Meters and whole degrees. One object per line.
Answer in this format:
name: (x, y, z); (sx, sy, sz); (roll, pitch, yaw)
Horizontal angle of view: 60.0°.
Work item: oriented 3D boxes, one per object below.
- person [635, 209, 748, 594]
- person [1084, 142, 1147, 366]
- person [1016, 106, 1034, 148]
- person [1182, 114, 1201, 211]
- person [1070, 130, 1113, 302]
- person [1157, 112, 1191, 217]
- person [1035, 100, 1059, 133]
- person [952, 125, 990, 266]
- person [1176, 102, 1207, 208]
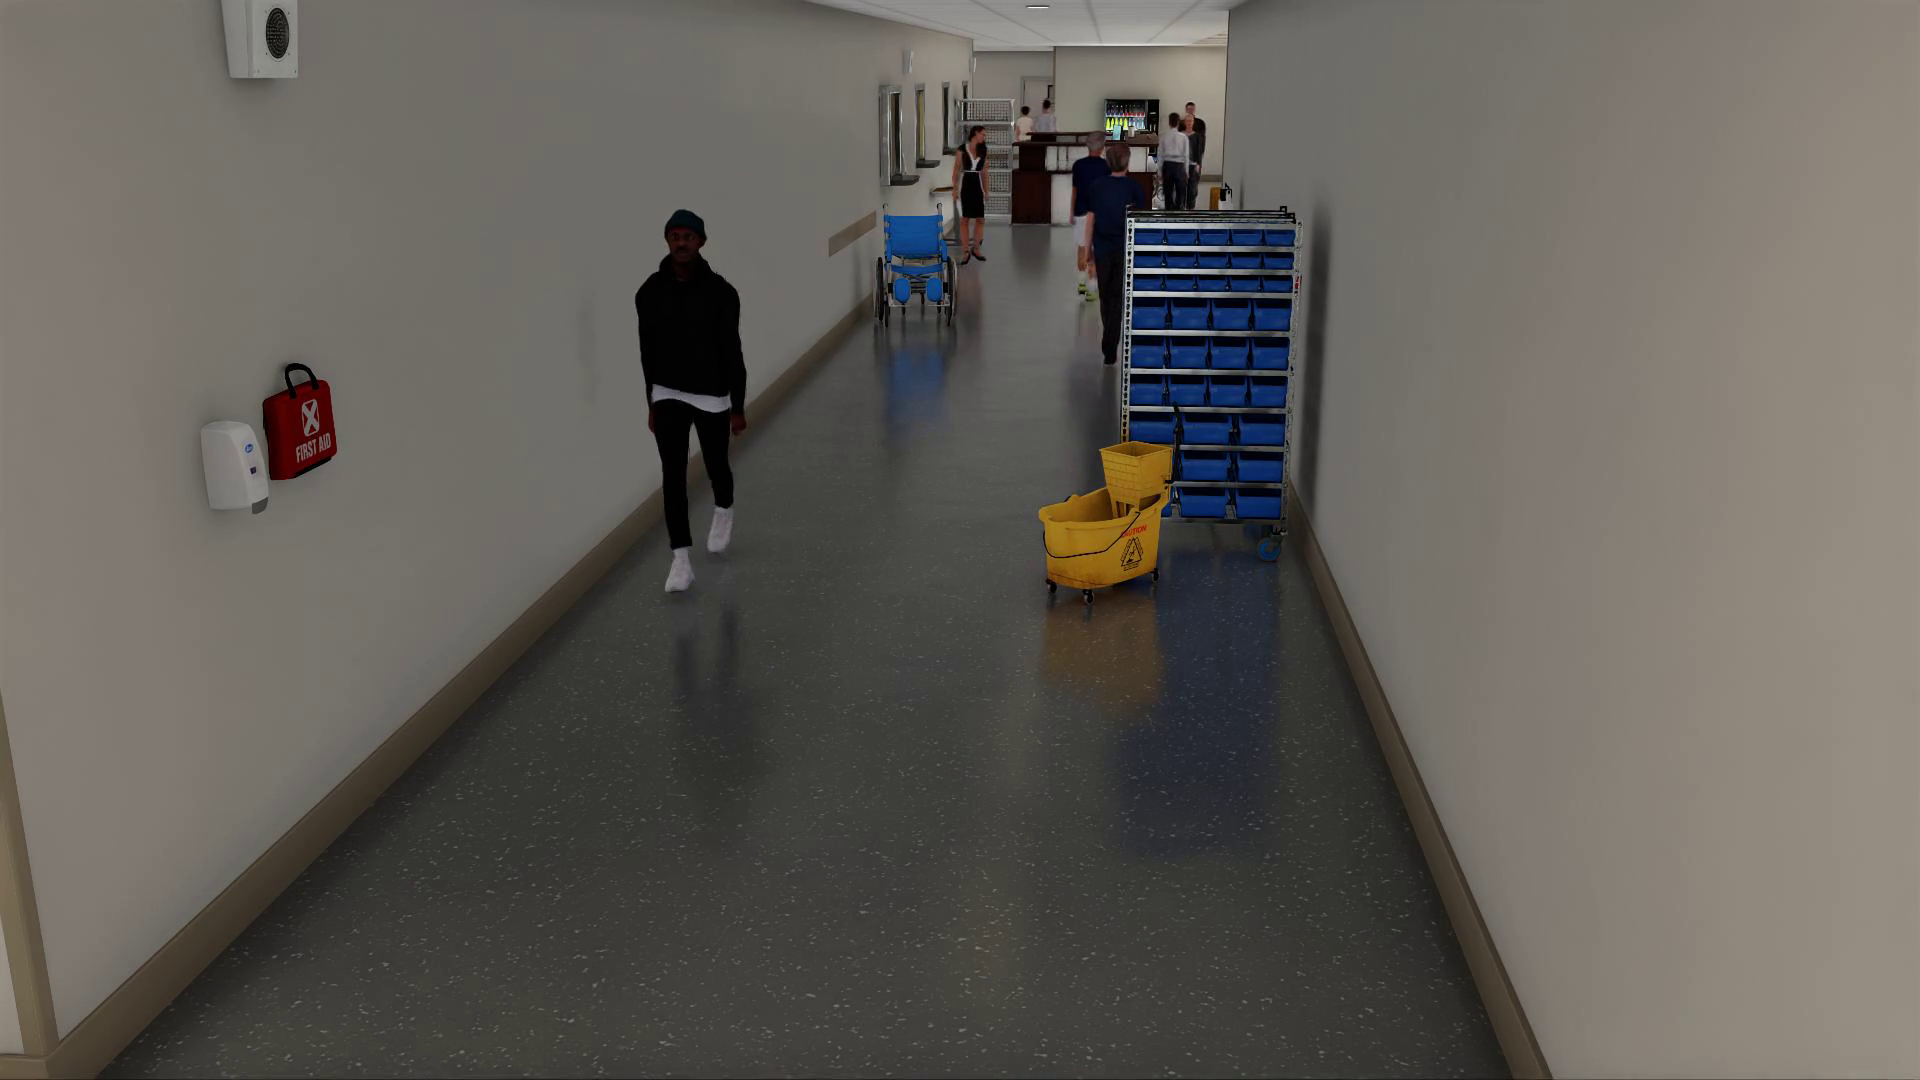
person: (-1.290, -0.695, 8.157); (1.135, 1.786, 0.778); (0, 16, 2)
person: (1.287, -2.368, 14.025); (1.161, 1.821, 0.930); (5, 17, 18)
person: (1.544, -9.440, 39.437); (0.645, 1.644, 0.631); (1, 16, 4)
person: (3.961, -6.536, 29.068); (1.063, 1.682, 0.736); (2, 16, 8)
person: (1.418, -3.520, 18.118); (0.636, 1.819, 0.761); (4, 16, 14)
person: (3.393, -5.868, 26.459); (0.582, 1.811, 0.762); (3, 16, 12)
person: (1.923, -8.774, 36.771); (1.149, 1.809, 0.887); (-1, 16, -5)
person: (0.089, -4.476, 21.602); (0.679, 1.768, 0.811); (-2, 16, -5)
person: (4.200, -6.977, 30.274); (1.033, 1.875, 0.751); (2, 16, 6)
